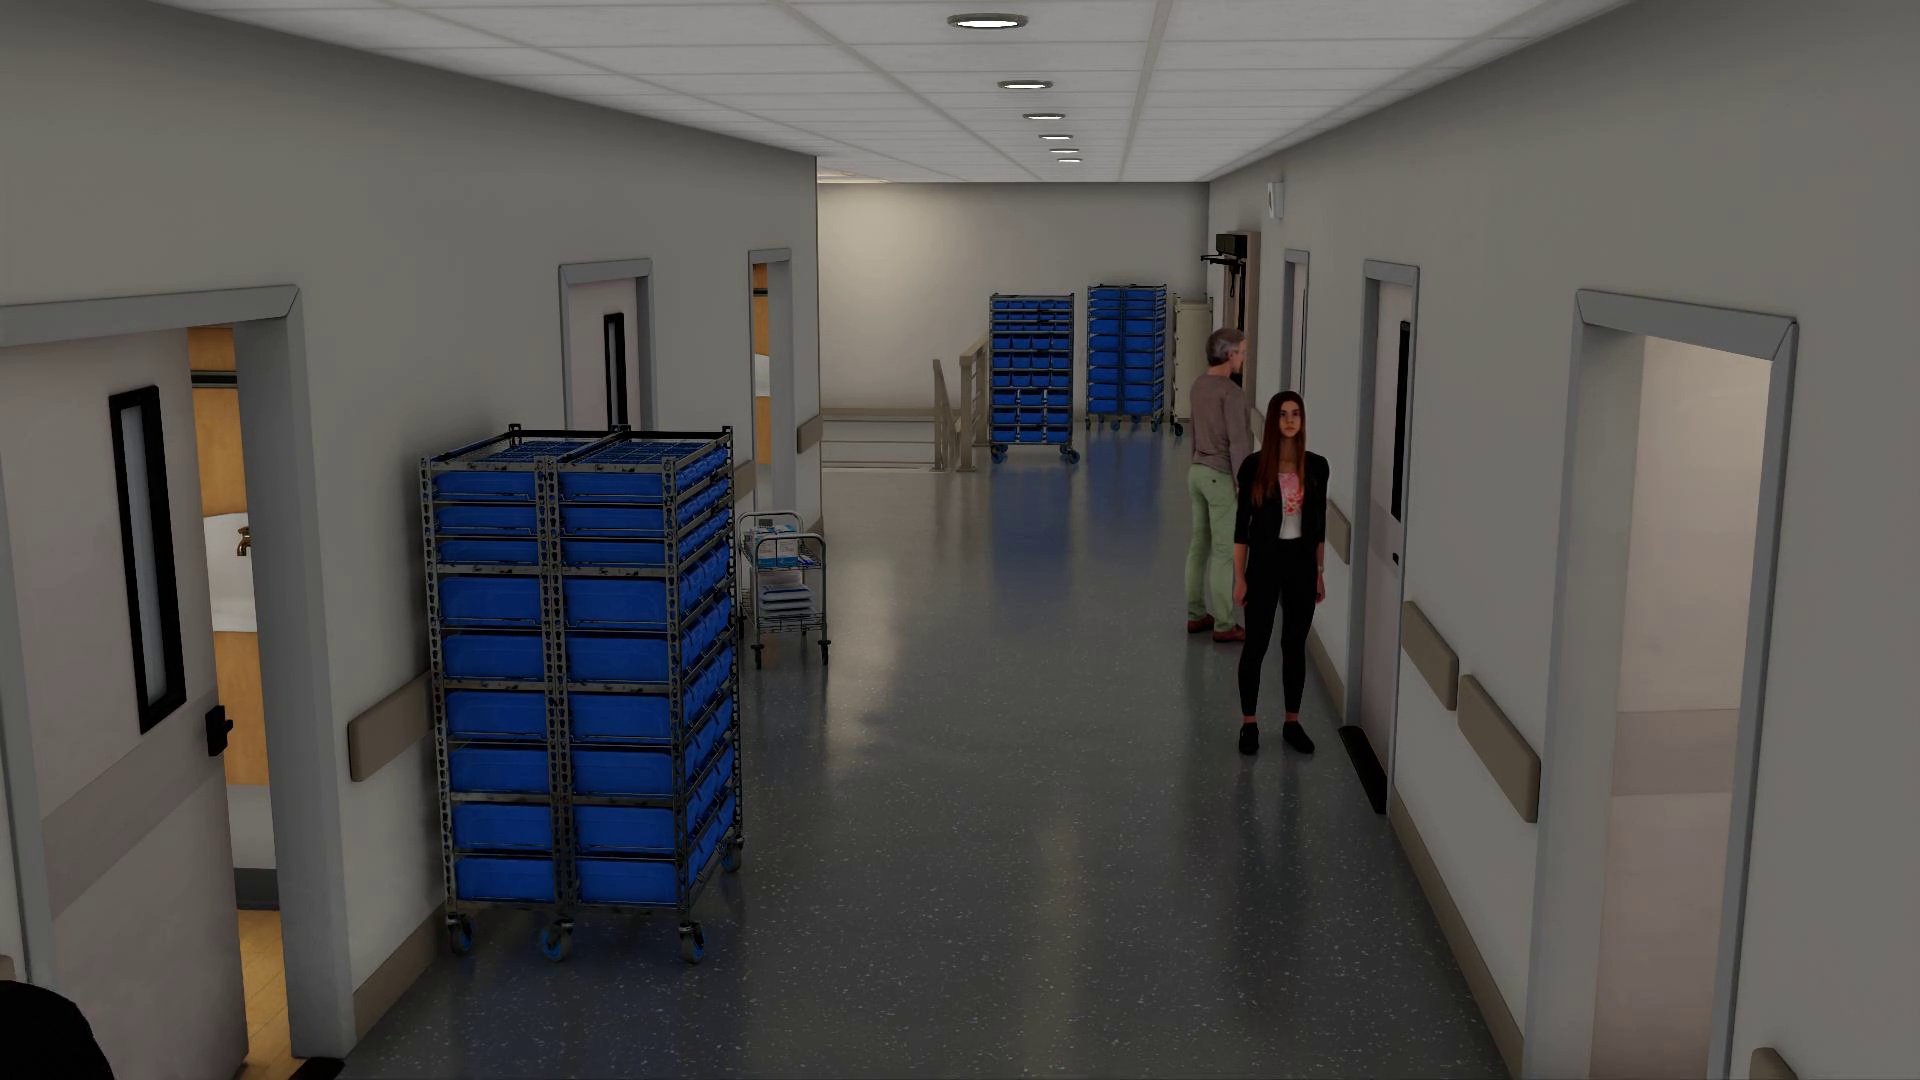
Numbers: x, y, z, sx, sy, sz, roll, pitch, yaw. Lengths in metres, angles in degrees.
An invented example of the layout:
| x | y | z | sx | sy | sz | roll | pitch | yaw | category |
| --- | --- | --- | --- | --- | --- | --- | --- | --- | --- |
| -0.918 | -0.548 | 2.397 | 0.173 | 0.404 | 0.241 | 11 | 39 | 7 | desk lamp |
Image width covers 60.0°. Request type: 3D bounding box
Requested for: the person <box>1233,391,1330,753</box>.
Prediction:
| x | y | z | sx | sy | sz | roll | pitch | yaw | category |
| --- | --- | --- | --- | --- | --- | --- | --- | --- | --- |
| 1.518 | 0.143 | 7.892 | 0.629 | 1.713 | 0.570 | -1 | 11 | -5 | person |

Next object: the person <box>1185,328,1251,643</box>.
| x | y | z | sx | sy | sz | roll | pitch | yaw | category |
| --- | --- | --- | --- | --- | --- | --- | --- | --- | --- |
| 1.549 | -0.338 | 10.009 | 0.828 | 1.869 | 0.717 | -5 | 12 | -24 | person |
